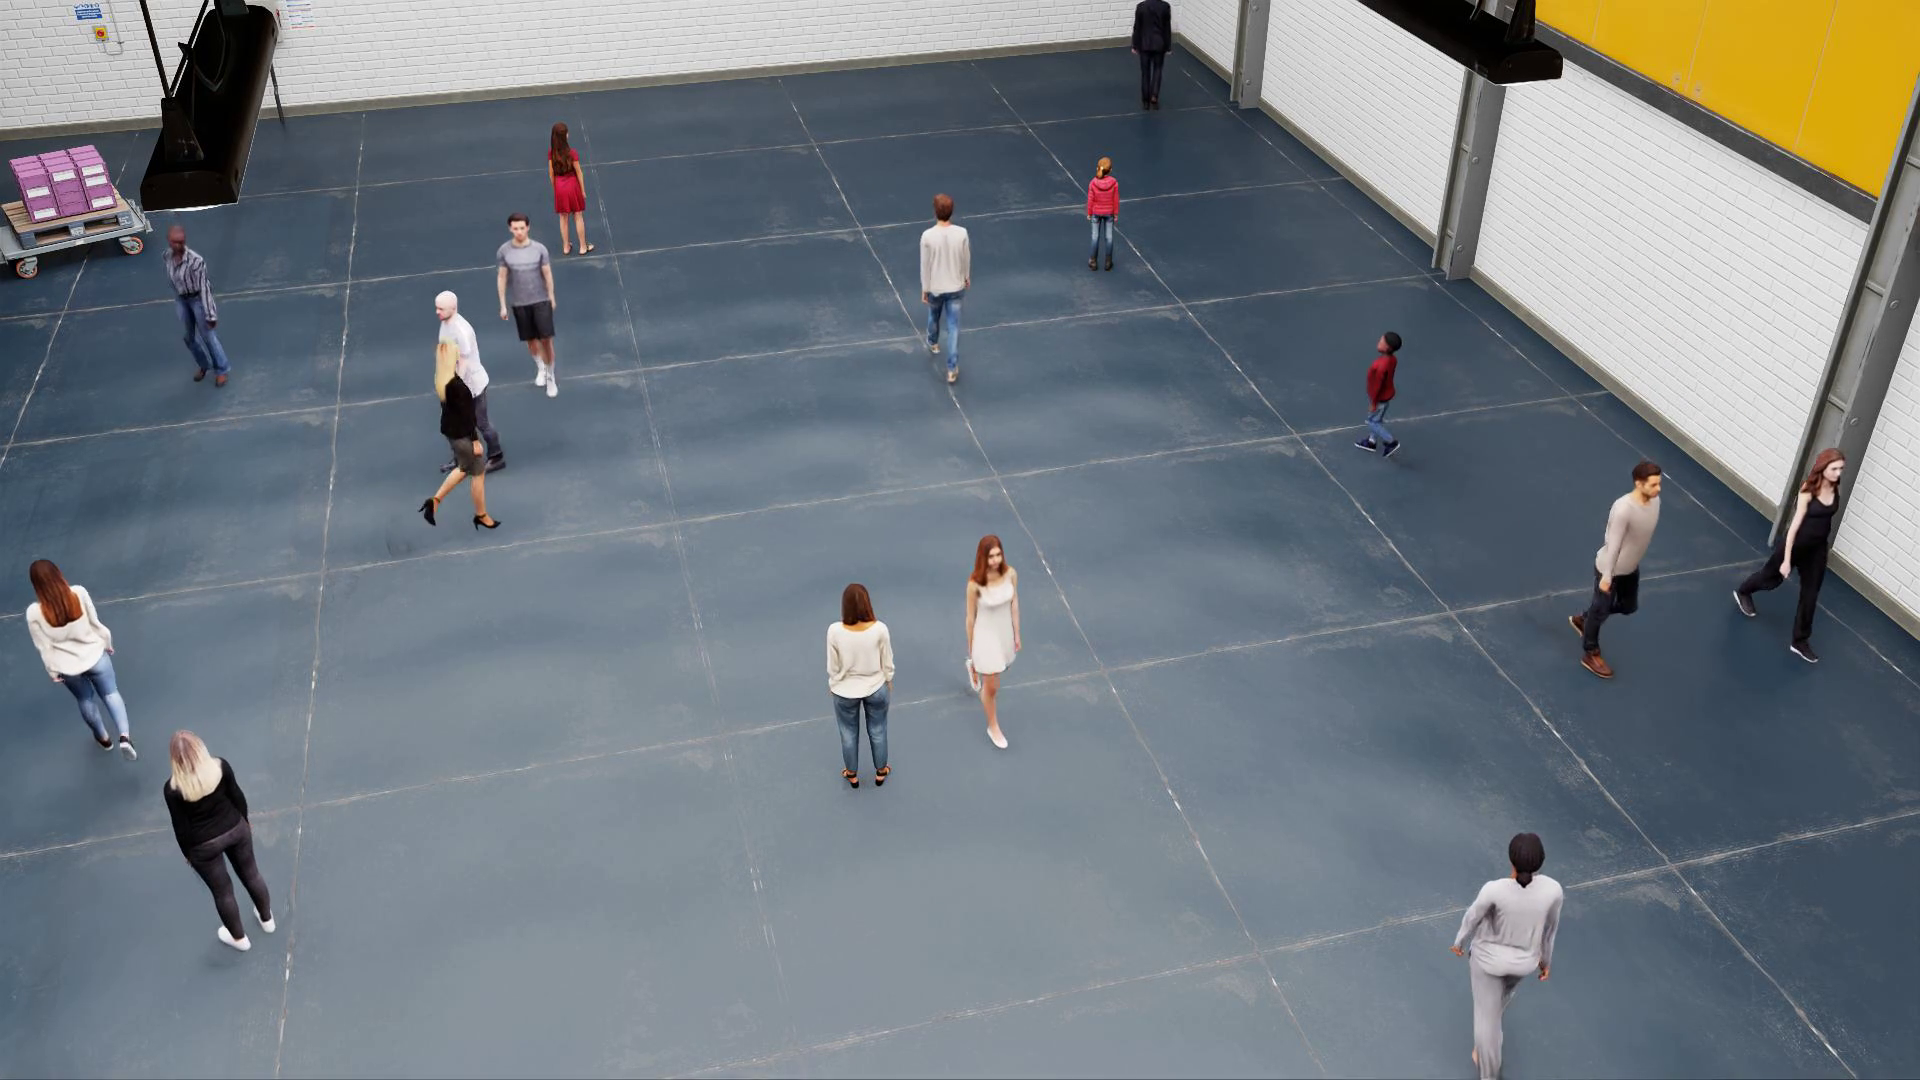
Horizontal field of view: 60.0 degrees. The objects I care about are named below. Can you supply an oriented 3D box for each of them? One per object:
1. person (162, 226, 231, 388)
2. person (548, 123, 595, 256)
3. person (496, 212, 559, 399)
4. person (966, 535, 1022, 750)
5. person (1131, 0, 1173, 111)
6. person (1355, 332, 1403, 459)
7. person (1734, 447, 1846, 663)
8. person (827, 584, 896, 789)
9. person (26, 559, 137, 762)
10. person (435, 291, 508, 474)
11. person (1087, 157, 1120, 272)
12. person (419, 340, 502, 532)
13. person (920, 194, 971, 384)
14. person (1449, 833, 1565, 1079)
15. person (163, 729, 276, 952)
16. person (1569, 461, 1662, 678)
[{"bbox_3d":[-7.522,-2.310,16.398,0.821,1.755,0.833,16,37,22],"label":"person"},{"bbox_3d":[-4.536,-4.061,19.215,0.629,1.554,0.688,2,34,3],"label":"person"},{"bbox_3d":[-4.241,-2.402,16.447,0.765,1.855,0.881,-1,34,-2],"label":"person"},{"bbox_3d":[0.203,0.643,12.013,0.707,1.693,1.058,-15,37,-22],"label":"person"},{"bbox_3d":[2.689,-6.895,23.263,0.800,1.793,0.754,2,34,4],"label":"person"},{"bbox_3d":[3.951,-1.332,15.386,0.776,1.248,0.708,20,38,27],"label":"person"},{"bbox_3d":[6.475,0.019,12.941,0.604,1.704,1.148,-9,35,-13],"label":"person"},{"bbox_3d":[-0.684,1.019,11.461,0.659,1.678,0.607,-2,34,-2],"label":"person"},{"bbox_3d":[-6.135,0.882,11.671,0.854,1.674,1.023,-25,41,-32],"label":"person"},{"bbox_3d":[-4.362,-1.432,15.025,0.878,1.814,0.852,-22,39,-29],"label":"person"},{"bbox_3d":[1.624,-3.708,18.897,0.566,1.318,0.572,1,34,1],"label":"person"},{"bbox_3d":[-4.308,-0.816,14.090,0.886,1.823,0.936,-20,38,-27],"label":"person"},{"bbox_3d":[-0.126,-2.453,16.519,0.819,1.860,1.176,-2,34,-3],"label":"person"},{"bbox_3d":[3.093,2.403,9.349,0.802,1.711,0.995,-1,34,-1],"label":"person"},{"bbox_3d":[-4.557,1.838,10.221,0.704,1.687,0.688,27,42,34],"label":"person"},{"bbox_3d":[4.907,0.166,12.583,0.779,1.857,0.865,-18,38,-25],"label":"person"}]
